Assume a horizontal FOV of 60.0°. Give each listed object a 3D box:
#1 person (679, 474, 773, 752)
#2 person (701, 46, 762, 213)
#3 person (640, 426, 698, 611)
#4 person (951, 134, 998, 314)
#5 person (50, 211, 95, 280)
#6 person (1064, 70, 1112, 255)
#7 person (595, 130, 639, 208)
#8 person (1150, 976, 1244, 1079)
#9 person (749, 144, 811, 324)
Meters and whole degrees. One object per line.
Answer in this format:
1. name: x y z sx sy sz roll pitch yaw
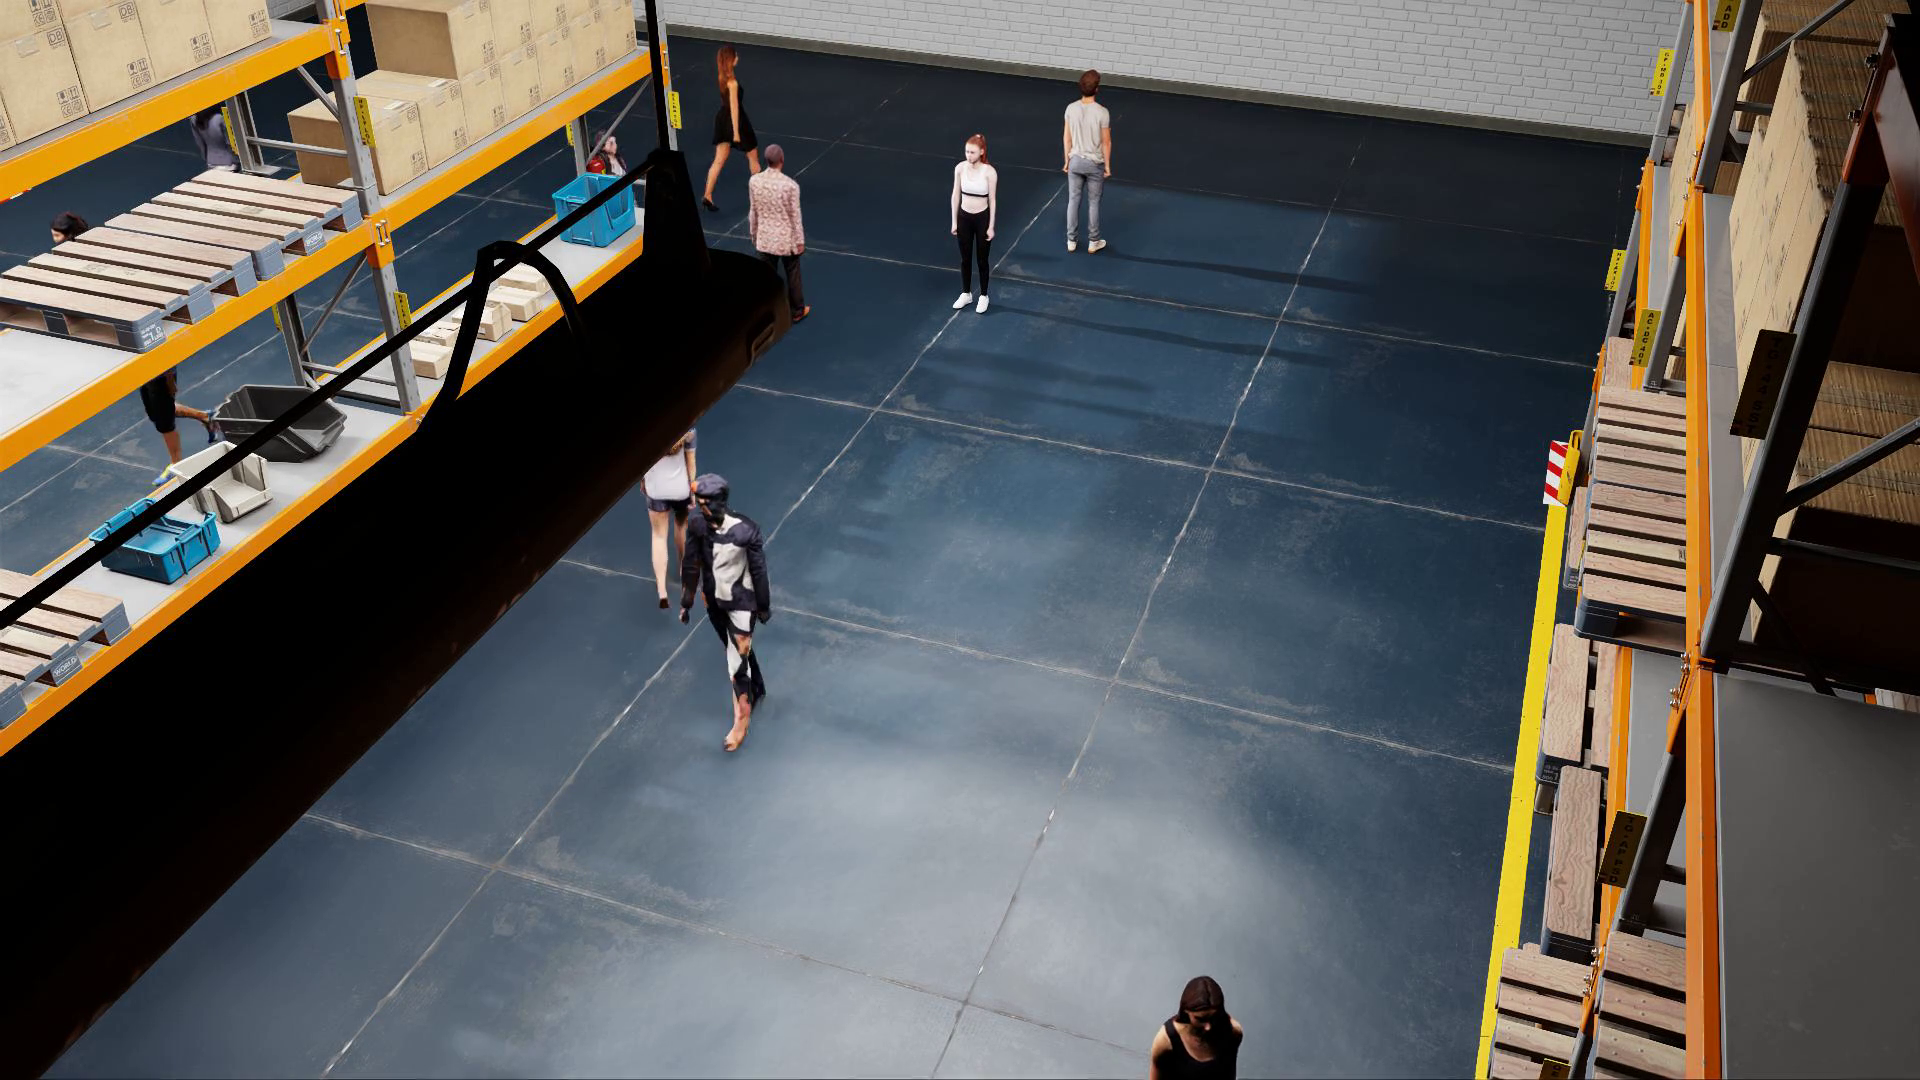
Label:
1. person: -1.431 0.351 10.727 0.735 1.859 0.962 14 36 19
2. person: -2.536 -4.363 17.888 1.179 1.783 1.013 -20 38 -27
3. person: -2.085 -0.301 11.859 0.876 1.692 1.133 -1 34 -2
4. person: 0.146 -3.029 15.918 0.588 1.742 0.506 13 36 18
5. person: -7.634 -2.153 14.728 0.607 1.601 0.795 11 35 16
6. person: 1.297 -3.872 17.046 0.640 1.899 0.538 11 35 16
7. person: -3.477 -3.253 16.410 0.667 1.570 0.972 11 35 16
8. person: 1.005 2.559 7.593 0.960 1.652 1.175 -5 34 -7
9. person: -1.727 -2.785 15.502 0.692 1.797 0.966 11 35 16
